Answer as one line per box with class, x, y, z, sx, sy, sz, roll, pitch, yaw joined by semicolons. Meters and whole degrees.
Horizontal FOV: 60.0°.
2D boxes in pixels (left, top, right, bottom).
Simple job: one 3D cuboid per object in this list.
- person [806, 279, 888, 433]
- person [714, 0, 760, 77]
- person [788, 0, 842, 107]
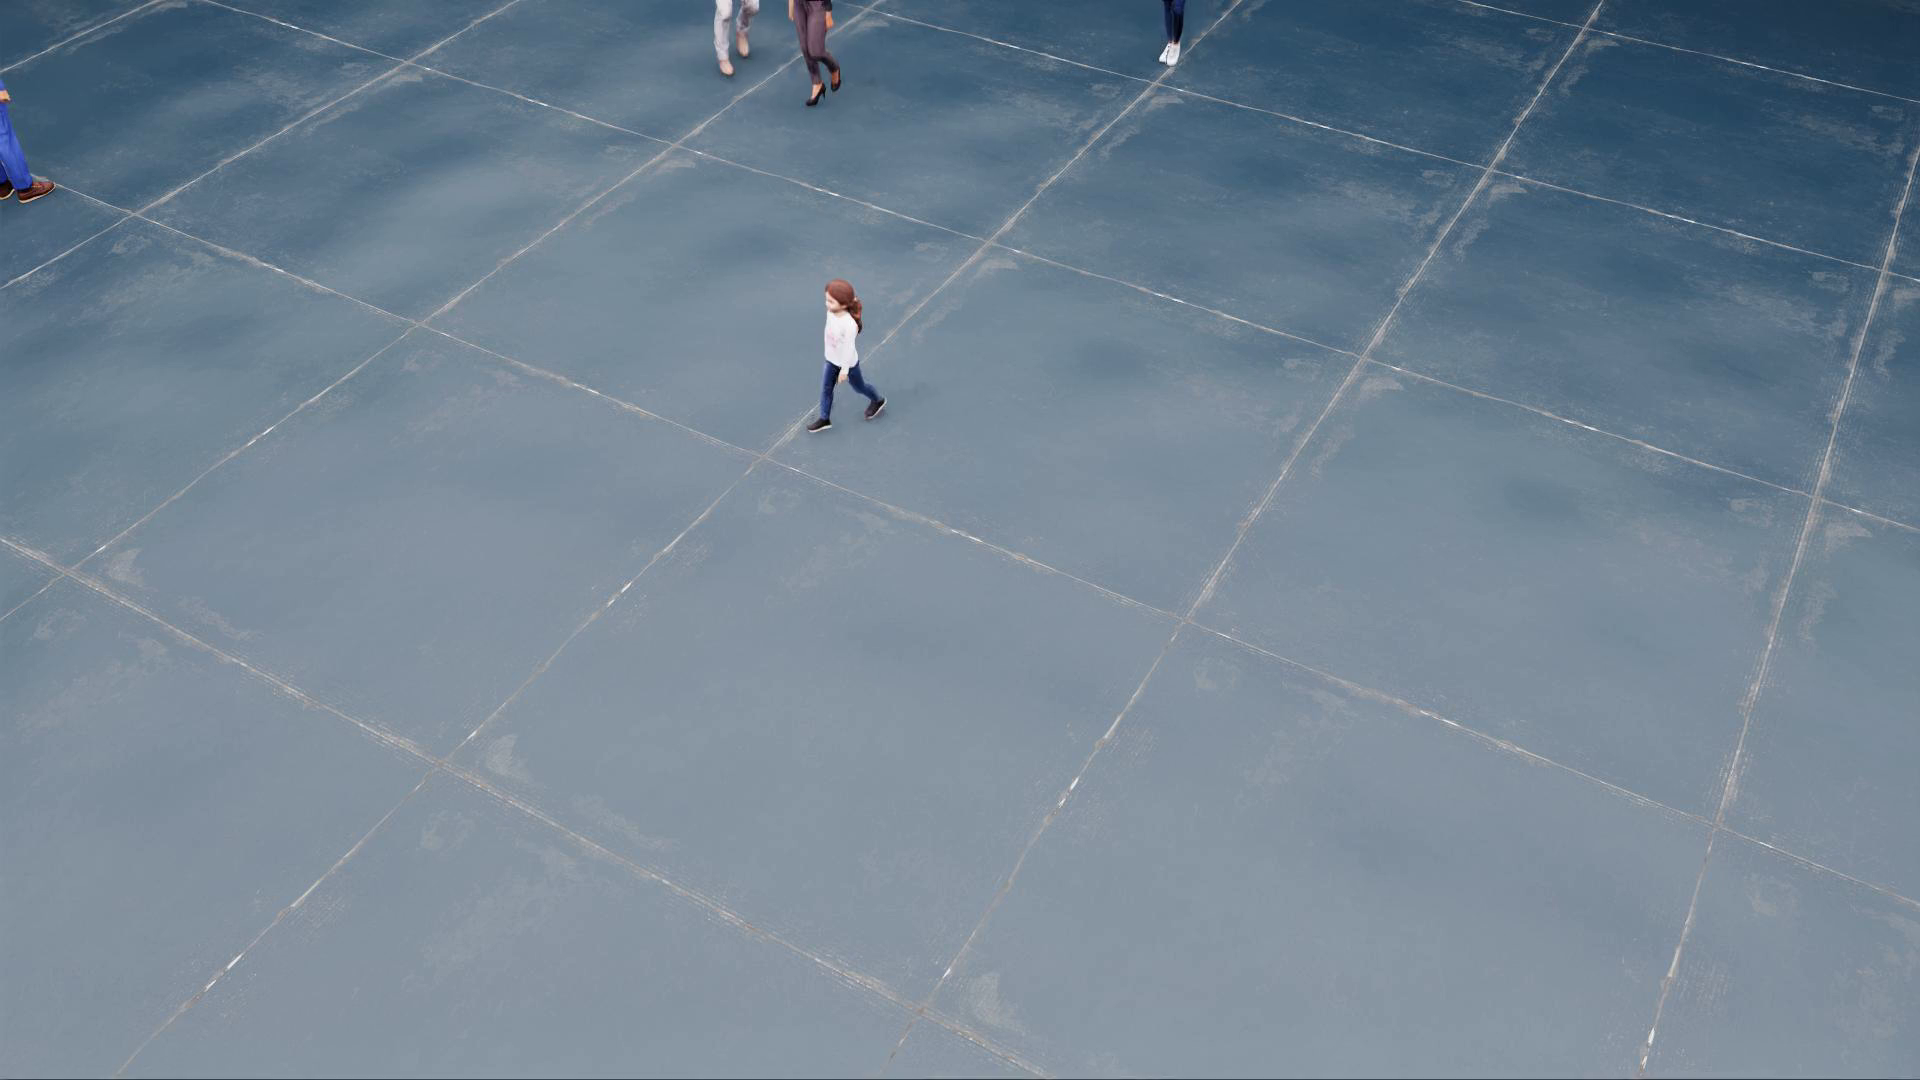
person;-0.708;-1.194;10.731;0.839;1.089;0.610;-29;50;-28
person;-1.958;-5.004;14.350;0.978;1.864;1.008;-12;44;-13
person;-1.173;-4.423;13.860;0.667;1.664;0.720;29;50;28
